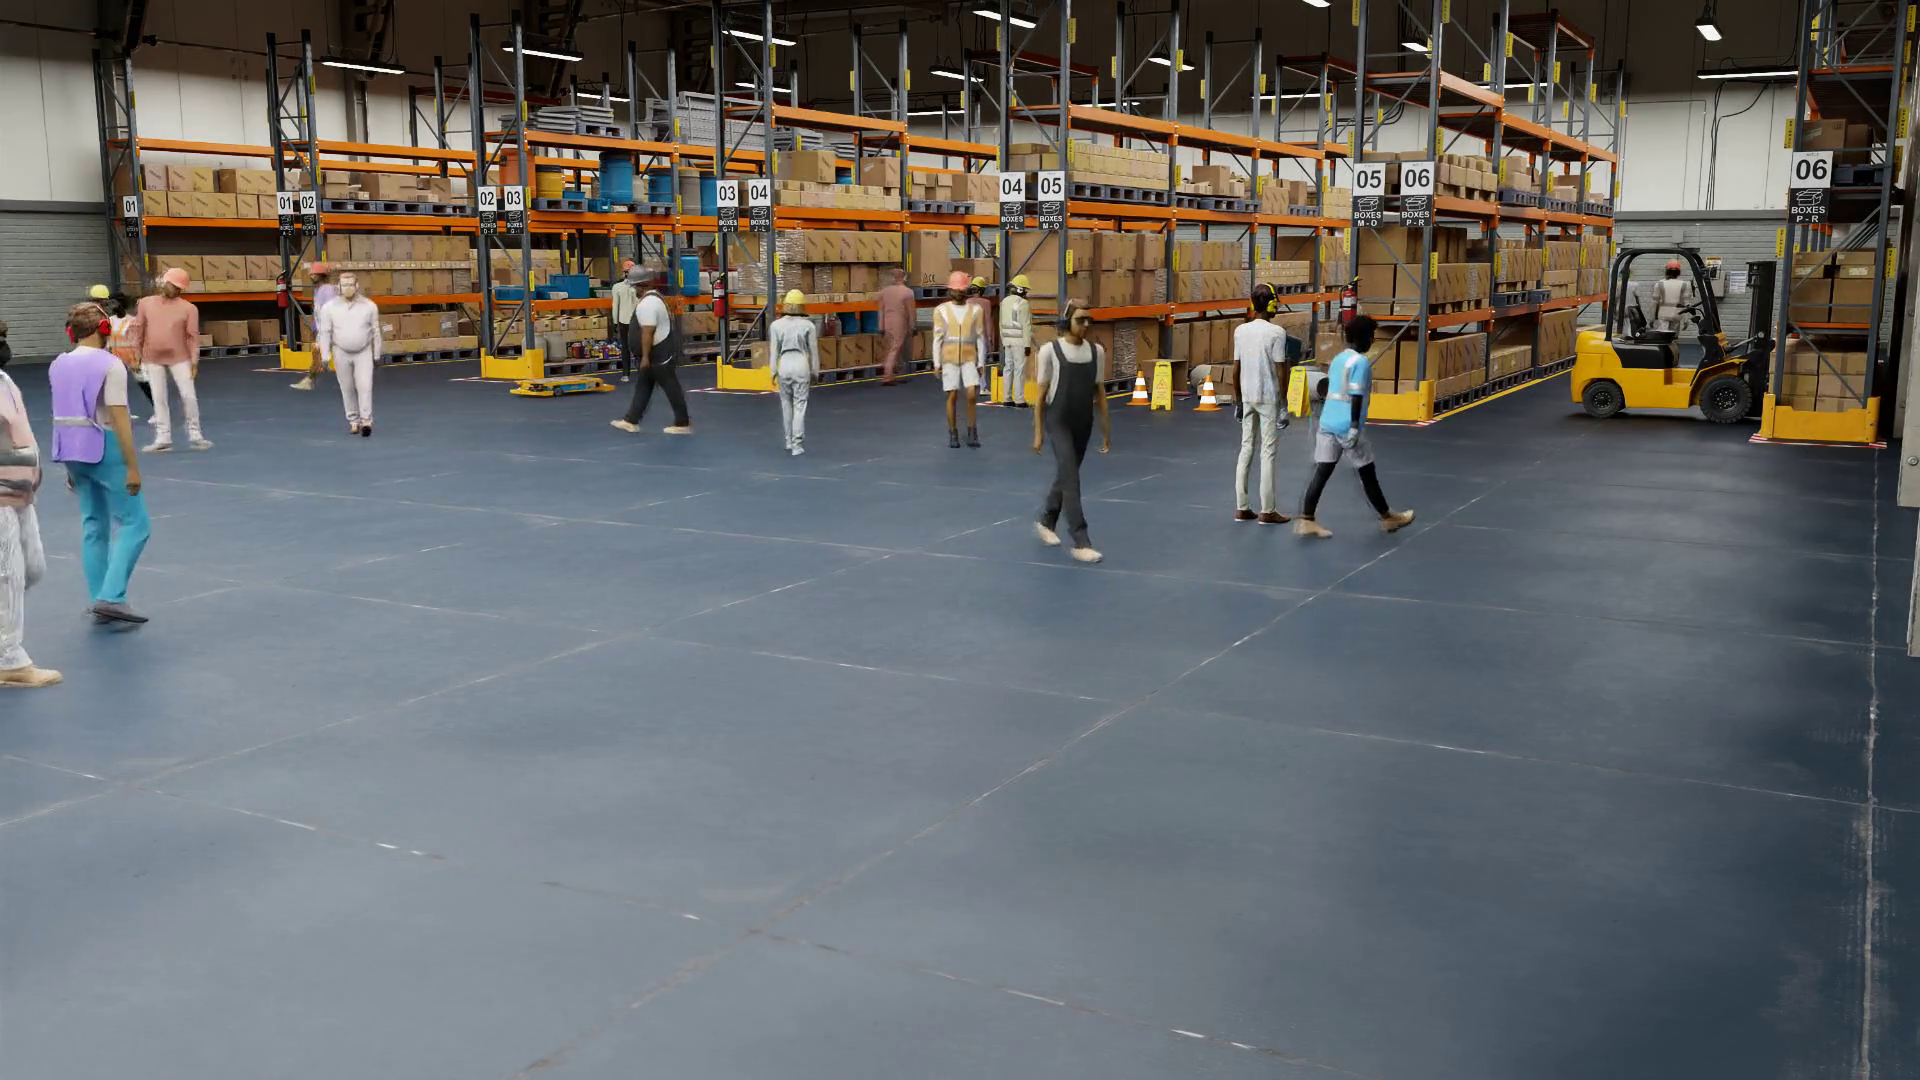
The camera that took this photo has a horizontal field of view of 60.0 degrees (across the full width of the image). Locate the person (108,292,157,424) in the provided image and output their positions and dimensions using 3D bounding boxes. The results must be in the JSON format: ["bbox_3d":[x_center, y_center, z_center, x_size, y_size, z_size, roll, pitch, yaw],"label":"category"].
[{"bbox_3d":[-10.174,-2.208,20.330,0.535,1.643,0.905,4,10,21],"label":"person"}]

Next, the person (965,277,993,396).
[{"bbox_3d":[0.261,-3.031,24.789,0.527,1.767,0.331,6,11,32],"label":"person"}]

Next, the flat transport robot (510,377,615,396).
[{"bbox_3d":[-5.964,-2.317,24.976,0.652,0.197,1.431,8,13,40],"label":"flat transport robot"}]

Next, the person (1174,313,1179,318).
[{"bbox_3d":[5.283,-5.742,41.029,0.311,1.638,0.521,4,10,22],"label":"person"}]

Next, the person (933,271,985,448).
[{"bbox_3d":[-0.001,-1.920,17.870,0.563,1.902,0.642,-1,10,-5],"label":"person"}]

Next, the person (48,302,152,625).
[{"bbox_3d":[-4.869,-0.417,9.357,0.626,1.815,0.457,4,10,22],"label":"person"}]

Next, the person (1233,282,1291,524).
[{"bbox_3d":[2.347,-1.054,12.924,0.328,1.867,0.514,-9,13,-42],"label":"person"}]

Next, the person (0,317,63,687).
[{"bbox_3d":[-4.691,-0.186,7.967,0.542,1.824,0.642,-2,10,-11],"label":"person"}]

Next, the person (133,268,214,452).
[{"bbox_3d":[-8.376,-1.893,17.617,0.713,1.949,0.378,-1,10,-7],"label":"person"}]

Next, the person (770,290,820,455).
[{"bbox_3d":[-1.724,-1.779,17.609,0.499,1.714,0.762,1,10,7],"label":"person"}]

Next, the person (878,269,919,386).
[{"bbox_3d":[-0.927,-3.413,26.750,0.646,1.854,0.922,9,14,44],"label":"person"}]

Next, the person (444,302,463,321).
[{"bbox_3d":[-11.184,-5.104,36.428,0.620,1.938,0.833,10,14,44],"label":"person"}]

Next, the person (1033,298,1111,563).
[{"bbox_3d":[0.750,-0.789,11.593,0.524,1.803,0.965,-5,11,-28],"label":"person"}]

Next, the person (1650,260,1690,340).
[{"bbox_3d":[12.689,-3.993,29.723,0.616,2.015,0.950,3,10,17],"label":"person"}]

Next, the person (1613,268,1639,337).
[{"bbox_3d":[13.914,-4.759,34.704,0.556,1.843,0.680,2,10,12],"label":"person"}]

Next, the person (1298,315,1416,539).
[{"bbox_3d":[2.913,-0.814,12.165,0.910,1.629,0.581,-2,10,-13],"label":"person"}]

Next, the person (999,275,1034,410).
[{"bbox_3d":[0.781,-2.679,22.571,0.403,1.818,0.600,-6,12,-33],"label":"person"}]

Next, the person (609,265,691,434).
[{"bbox_3d":[-3.608,-2.224,19.259,0.995,2.000,0.693,-2,10,-13],"label":"person"}]

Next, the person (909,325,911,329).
[{"bbox_3d":[-1.445,-6.614,45.262,0.355,1.938,0.544,6,11,31],"label":"person"}]

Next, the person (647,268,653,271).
[{"bbox_3d":[-6.397,-4.723,34.550,0.612,1.811,0.640,5,11,25],"label":"person"}]

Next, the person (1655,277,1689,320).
[{"bbox_3d":[14.773,-4.754,34.549,0.701,1.890,0.455,-4,10,-20],"label":"person"}]

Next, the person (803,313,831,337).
[{"bbox_3d":[-2.601,-3.921,29.537,0.622,1.932,0.371,0,10,0],"label":"person"}]

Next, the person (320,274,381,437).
[{"bbox_3d":[-7.007,-2.113,19.137,0.665,1.853,0.987,-3,10,-19],"label":"person"}]

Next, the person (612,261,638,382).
[{"bbox_3d":[-5.451,-3.620,27.567,0.611,1.996,0.387,-3,10,-16],"label":"person"}]

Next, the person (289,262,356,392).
[{"bbox_3d":[-9.804,-3.281,25.626,1.072,1.986,0.633,-6,11,-32],"label":"person"}]

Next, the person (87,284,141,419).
[{"bbox_3d":[-10.939,-2.357,20.984,0.870,1.732,0.527,-6,11,-31],"label":"person"}]
